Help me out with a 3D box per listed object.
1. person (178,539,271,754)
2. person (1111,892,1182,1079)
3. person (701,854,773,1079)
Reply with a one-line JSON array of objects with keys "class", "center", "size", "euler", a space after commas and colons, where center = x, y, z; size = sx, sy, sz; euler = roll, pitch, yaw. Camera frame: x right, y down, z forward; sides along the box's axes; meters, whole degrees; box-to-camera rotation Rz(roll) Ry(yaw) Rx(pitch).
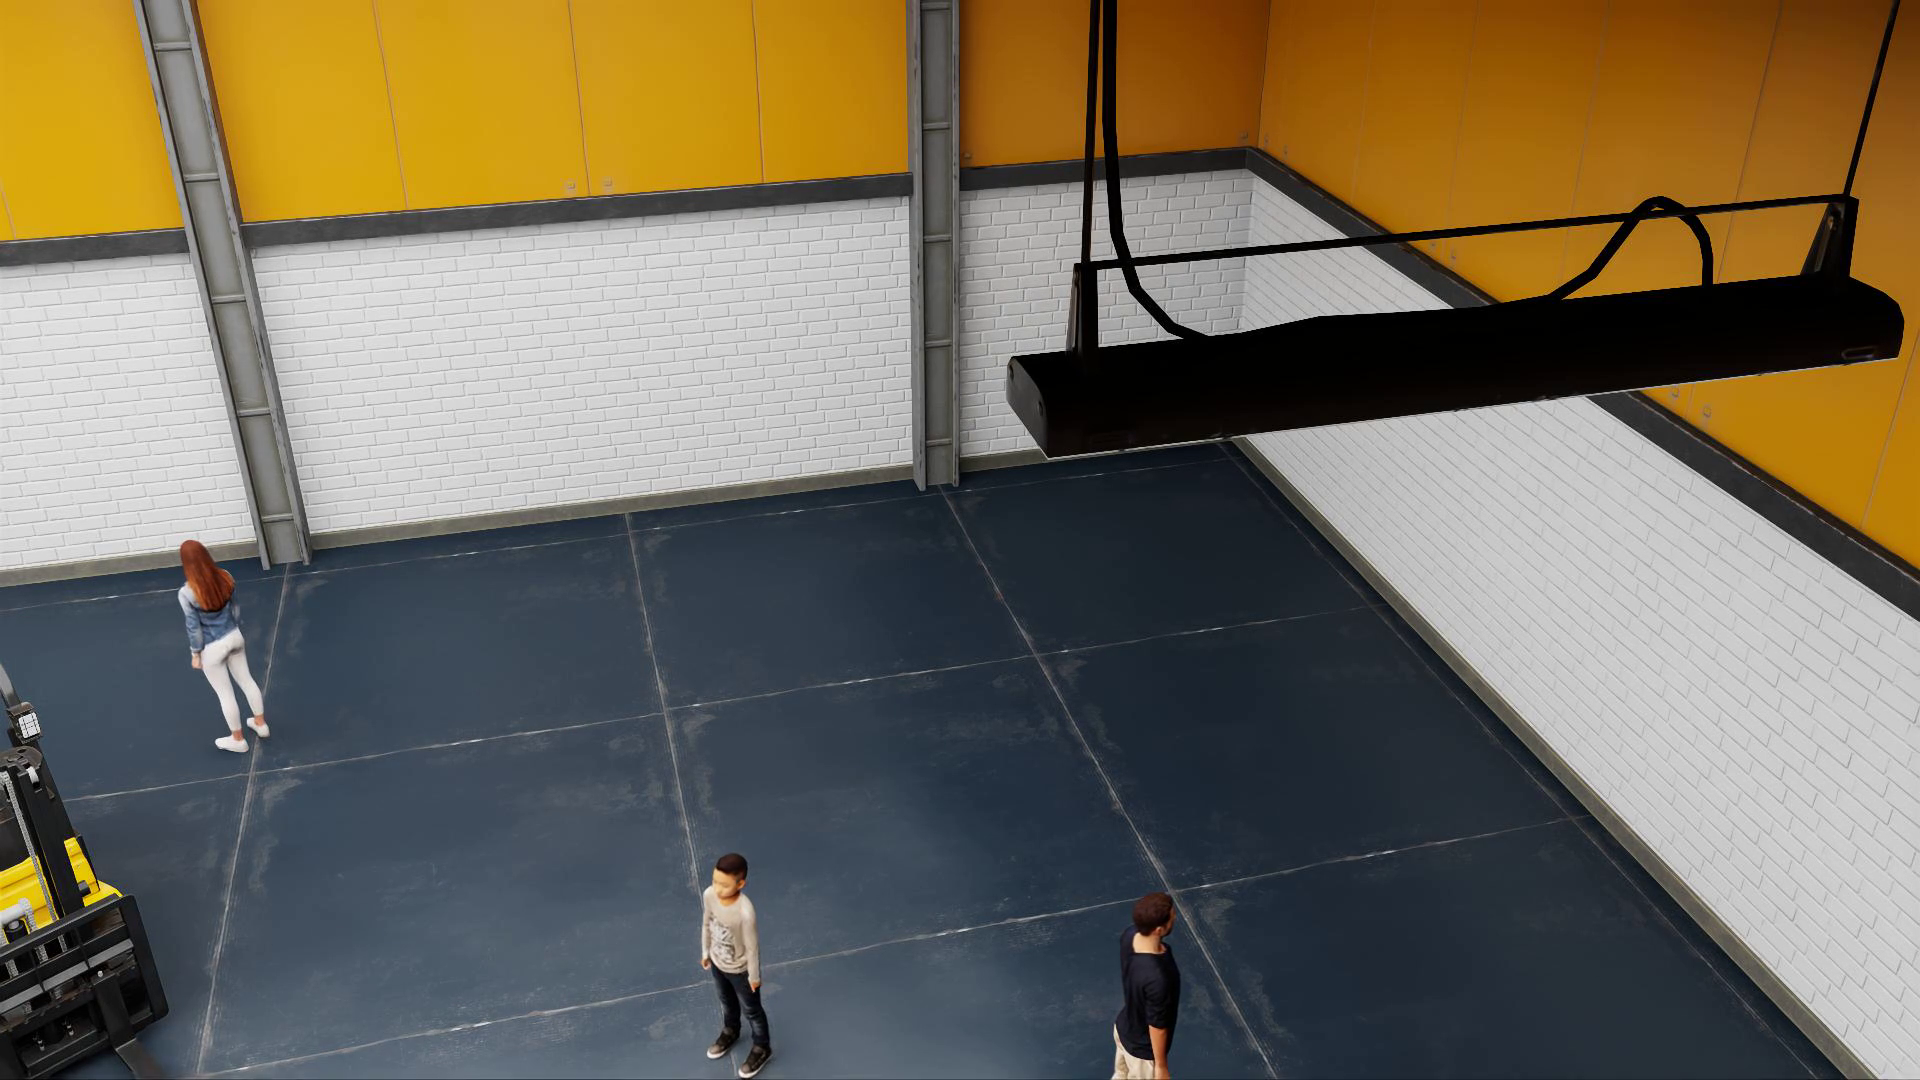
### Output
[{"class": "person", "center": [-5.356, 0.764, 12.060], "size": [0.729, 1.700, 0.680], "euler": [14, 32, 24]}, {"class": "person", "center": [0.936, 2.570, 8.590], "size": [0.546, 1.851, 0.635], "euler": [-6, 29, -12]}, {"class": "person", "center": [-1.265, 2.363, 9.378], "size": [0.618, 1.460, 0.657], "euler": [21, 35, 33]}]
